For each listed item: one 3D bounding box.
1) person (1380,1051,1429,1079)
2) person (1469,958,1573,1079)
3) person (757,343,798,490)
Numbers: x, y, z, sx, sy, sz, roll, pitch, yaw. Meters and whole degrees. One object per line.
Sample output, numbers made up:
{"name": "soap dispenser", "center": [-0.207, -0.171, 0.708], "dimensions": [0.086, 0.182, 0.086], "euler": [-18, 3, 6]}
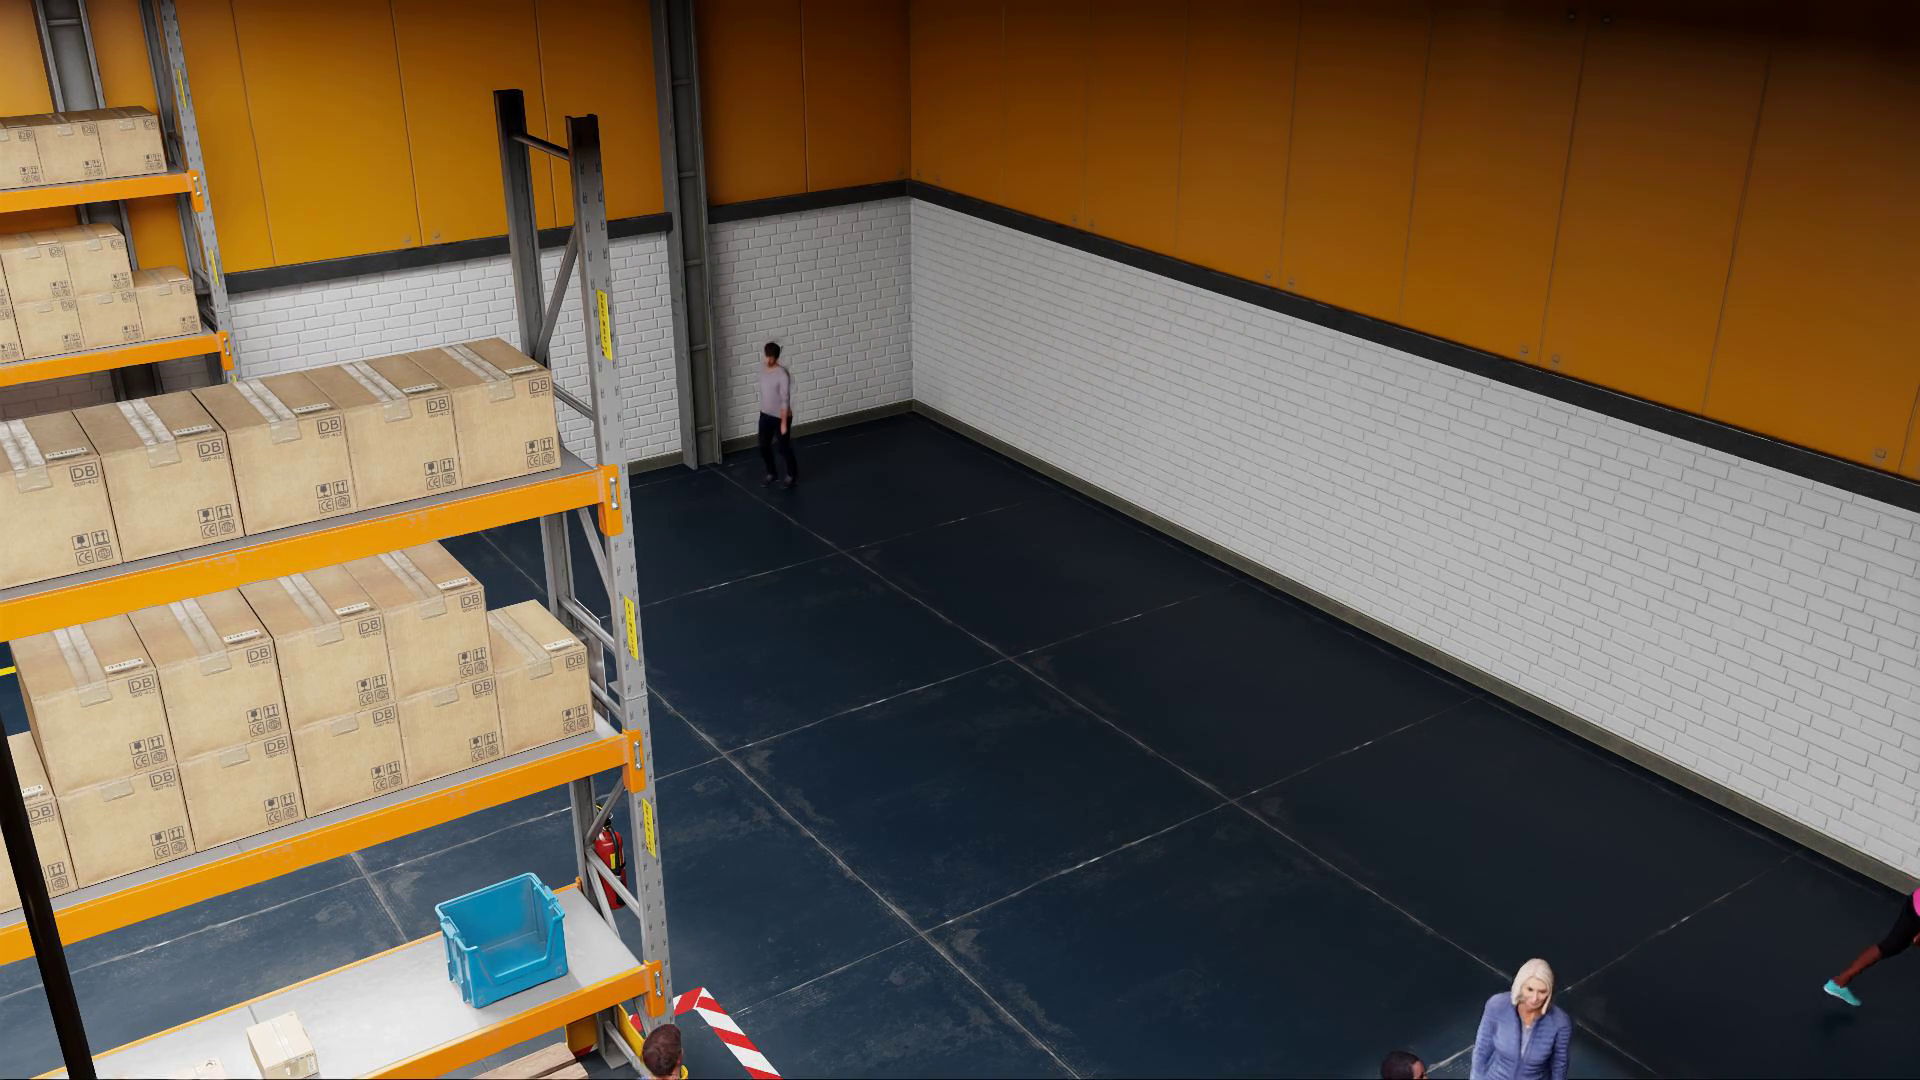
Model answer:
{"name": "person", "center": [2.208, 3.298, 8.427], "dimensions": [0.729, 1.715, 0.550], "euler": [18, 29, 35]}
{"name": "person", "center": [3.074, 2.958, 9.190], "dimensions": [0.762, 1.727, 0.792], "euler": [12, 26, 25]}
{"name": "person", "center": [-2.077, -1.441, 19.159], "dimensions": [0.832, 1.803, 0.791], "euler": [-21, 31, -39]}
